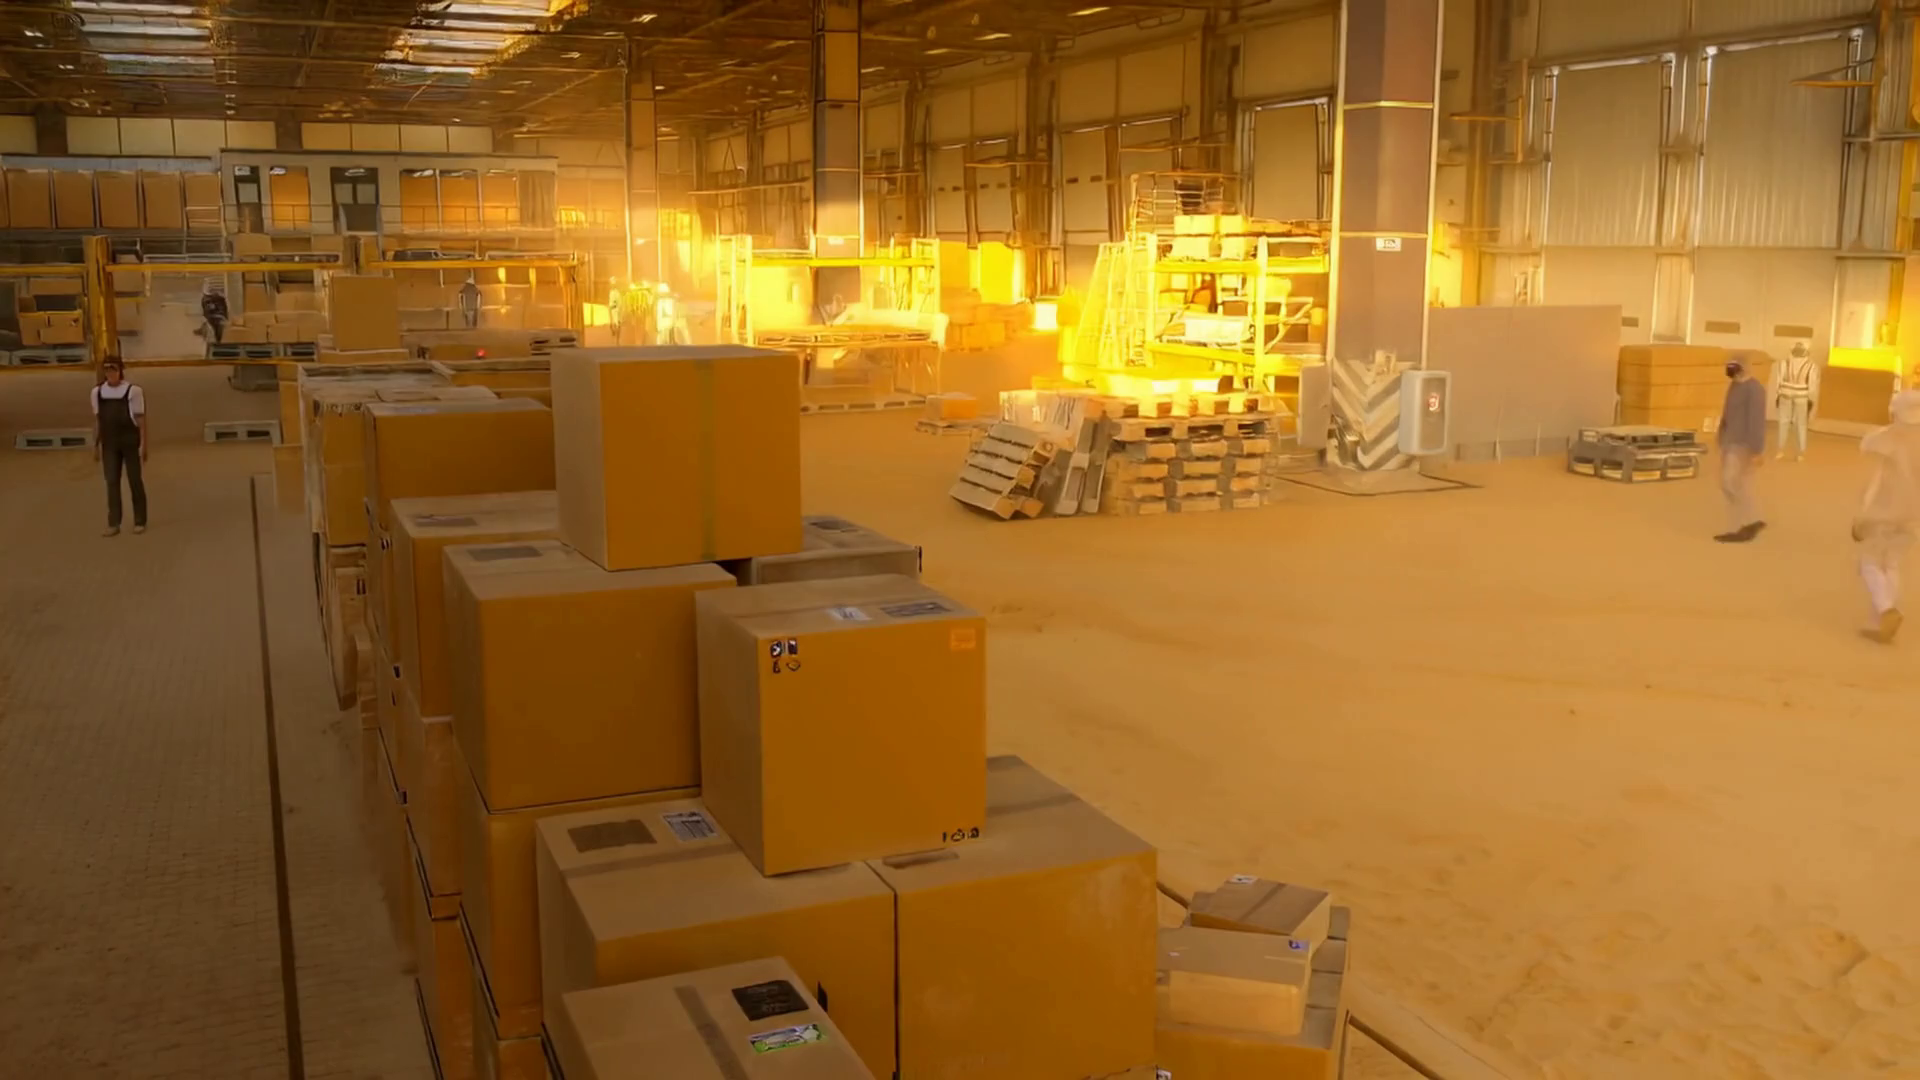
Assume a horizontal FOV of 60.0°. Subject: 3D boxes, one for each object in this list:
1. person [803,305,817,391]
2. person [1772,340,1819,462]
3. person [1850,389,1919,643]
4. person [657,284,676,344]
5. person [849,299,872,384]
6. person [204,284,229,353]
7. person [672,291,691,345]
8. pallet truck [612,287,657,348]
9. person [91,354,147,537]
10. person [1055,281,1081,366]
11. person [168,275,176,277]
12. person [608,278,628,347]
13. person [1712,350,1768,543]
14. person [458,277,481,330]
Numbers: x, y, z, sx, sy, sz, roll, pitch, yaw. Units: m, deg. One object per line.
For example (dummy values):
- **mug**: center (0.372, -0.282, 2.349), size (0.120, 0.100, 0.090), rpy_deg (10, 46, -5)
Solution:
- **person**: center (-2.957, -3.787, 32.831), size (0.321, 1.693, 0.530), rpy_deg (0, 10, 1)
- **person**: center (11.295, -1.882, 22.479), size (0.514, 1.641, 0.307), rpy_deg (9, 14, 42)
- **person**: center (6.865, -0.145, 12.166), size (0.643, 1.915, 0.615), rpy_deg (1, 10, 3)
- **person**: center (-6.941, -5.062, 39.252), size (0.406, 1.918, 0.587), rpy_deg (6, 12, 31)
- **person**: center (-2.073, -4.118, 34.474), size (0.476, 1.751, 0.546), rpy_deg (-6, 12, -29)
- **person**: center (-19.673, -5.858, 43.908), size (0.814, 1.823, 0.621), rpy_deg (5, 12, 28)
- **person**: center (-6.883, -5.284, 41.053), size (0.488, 1.701, 0.878), rpy_deg (-8, 13, -36)
- **pallet truck**: center (-6.464, -4.406, 35.401), size (0.823, 1.965, 1.885), rpy_deg (6, 12, 32)
- **person**: center (-8.459, -0.945, 16.749), size (0.508, 1.844, 0.332), rpy_deg (-1, 10, -4)
- **person**: center (2.555, -5.101, 39.237), size (0.624, 1.992, 0.386), rpy_deg (-3, 11, -15)
- **person**: center (-25.467, -7.661, 53.831), size (0.432, 1.828, 0.624), rpy_deg (-10, 14, -43)
- **person**: center (-9.530, -6.328, 46.288), size (0.730, 1.909, 0.630), rpy_deg (-8, 13, -36)
- **person**: center (7.639, -0.908, 16.333), size (0.436, 1.920, 0.624), rpy_deg (1, 10, 7)
- **person**: center (-14.121, -6.627, 47.926), size (0.645, 1.903, 0.975), rpy_deg (-3, 11, -15)
